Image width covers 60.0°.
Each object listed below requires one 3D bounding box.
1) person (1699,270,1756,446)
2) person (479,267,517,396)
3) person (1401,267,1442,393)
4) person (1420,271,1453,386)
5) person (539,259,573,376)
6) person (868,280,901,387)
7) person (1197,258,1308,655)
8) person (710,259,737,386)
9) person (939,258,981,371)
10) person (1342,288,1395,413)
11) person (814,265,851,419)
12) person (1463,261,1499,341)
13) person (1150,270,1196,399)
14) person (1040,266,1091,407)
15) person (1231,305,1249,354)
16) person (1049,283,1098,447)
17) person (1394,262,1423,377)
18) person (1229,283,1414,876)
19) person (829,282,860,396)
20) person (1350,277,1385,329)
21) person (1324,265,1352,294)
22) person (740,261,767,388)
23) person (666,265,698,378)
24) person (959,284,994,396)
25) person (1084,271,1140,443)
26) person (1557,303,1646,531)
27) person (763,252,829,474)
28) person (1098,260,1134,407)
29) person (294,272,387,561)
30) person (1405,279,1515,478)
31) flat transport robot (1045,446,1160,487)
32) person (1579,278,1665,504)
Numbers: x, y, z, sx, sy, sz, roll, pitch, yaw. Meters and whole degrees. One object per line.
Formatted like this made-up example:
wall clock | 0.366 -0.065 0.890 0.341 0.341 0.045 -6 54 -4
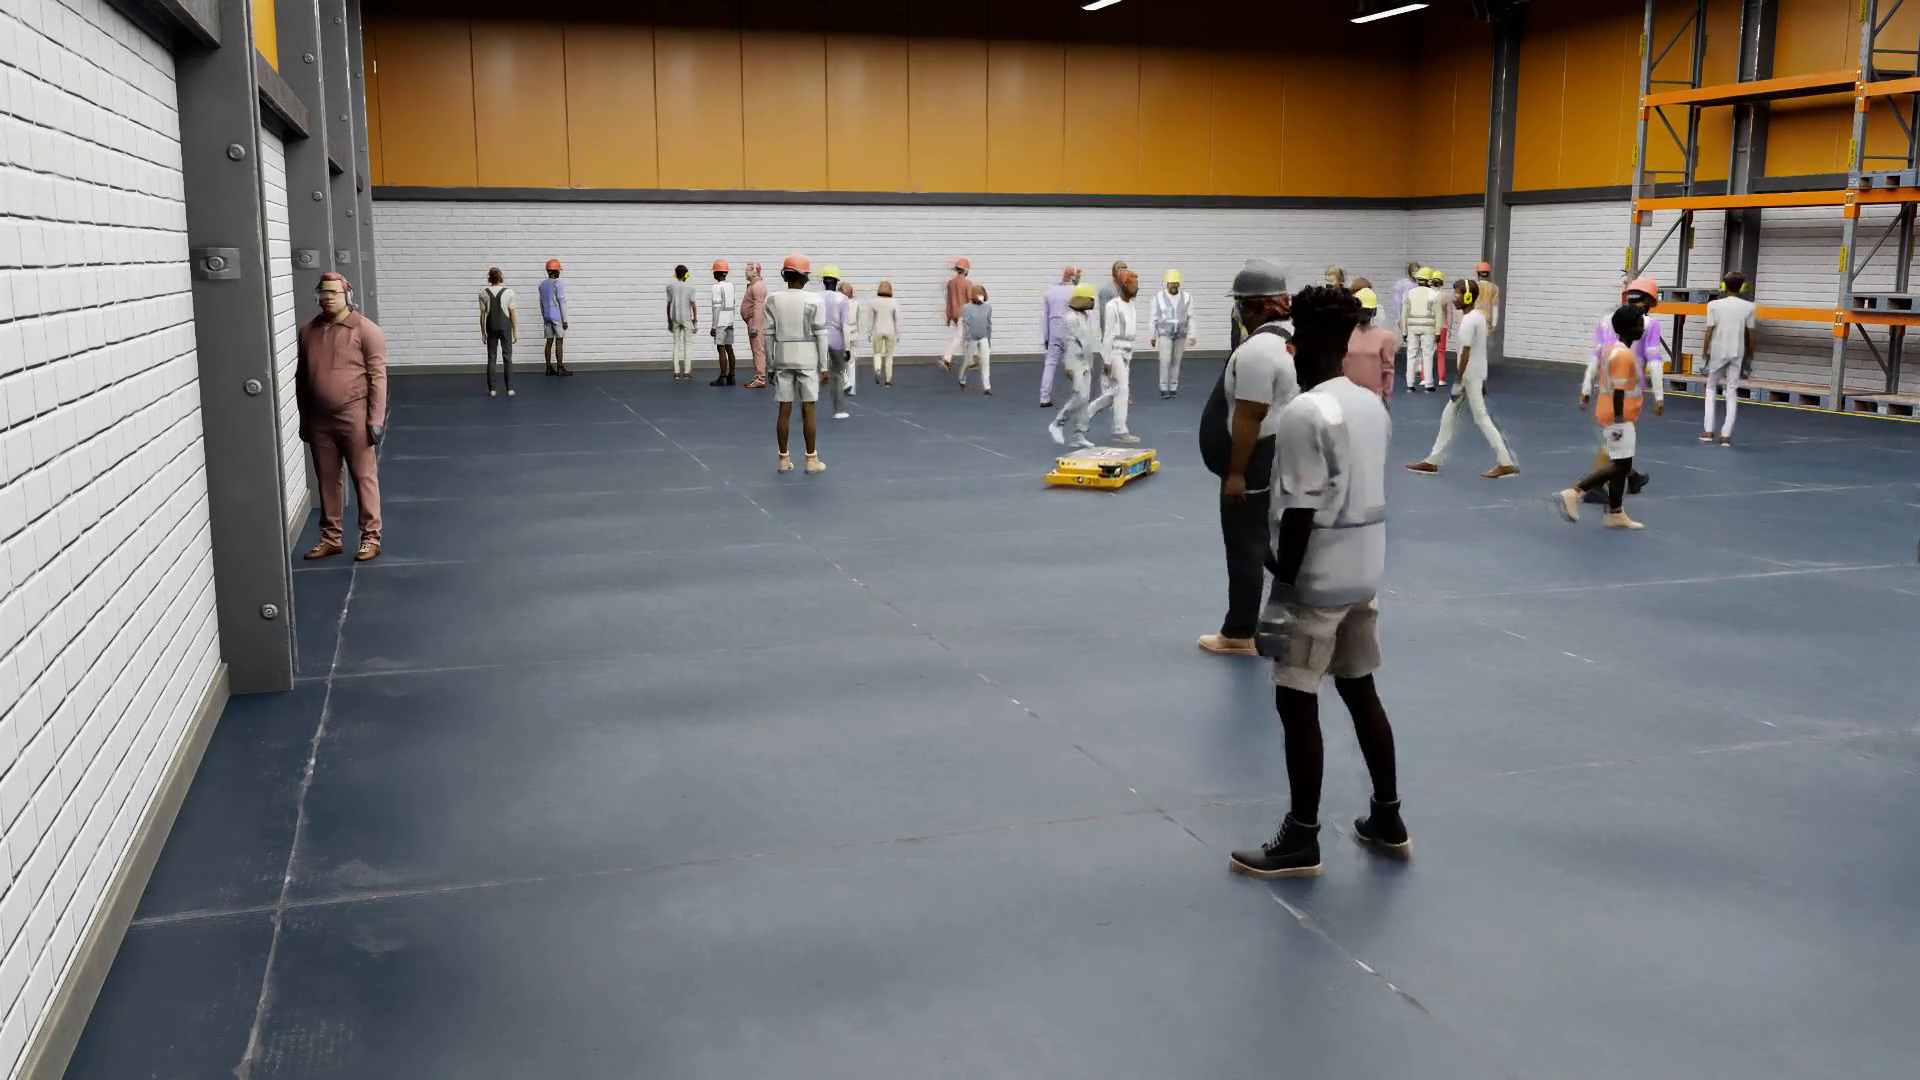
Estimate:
person | 8.194 -1.948 17.806 0.568 1.842 0.783 2 10 13
person | -6.612 -2.978 23.832 0.503 1.838 0.340 -1 10 -7
person | 6.751 -3.062 24.308 0.591 1.834 0.404 7 12 34
person | 7.287 -3.243 25.552 0.533 1.767 0.326 2 10 14
person | -6.716 -3.681 27.594 0.545 1.938 0.359 6 12 32
person | -1.153 -3.137 25.338 0.518 1.622 0.415 0 10 2
person | 1.522 -0.416 8.390 0.635 2.000 0.688 5 11 25
person | -3.653 -3.328 25.538 0.350 1.942 0.545 4 11 24
person | -0.015 -3.918 28.926 0.987 1.961 0.626 -8 13 -40
person | 3.329 -1.213 13.809 0.543 1.751 0.480 3 10 16
person | -1.635 -2.400 20.294 0.589 1.902 0.774 4 11 22
person | 8.448 -3.555 26.944 0.539 1.911 0.788 0 10 1
person | 2.998 -2.860 23.238 0.608 1.796 0.799 -1 10 -7
person | 1.436 -2.691 22.098 0.845 1.855 0.714 -10 14 -44
person | 3.353 -2.062 18.702 0.669 1.778 1.001 5 11 27
person | 1.244 -1.829 17.462 0.413 1.725 0.502 5 11 29
person | 7.431 -3.661 27.610 0.632 1.902 0.984 -3 10 -18
person | 1.251 0.137 5.483 0.497 1.942 0.765 8 13 40
person | -1.642 -2.861 23.744 0.381 1.623 0.537 9 13 42
person | 3.941 -1.717 16.625 0.769 1.800 0.664 -7 12 -35
person | 4.137 -2.022 18.049 0.621 1.916 0.626 -7 12 -36
person | -3.127 -3.261 25.237 0.407 1.913 0.641 -2 10 -9
person | -4.526 -3.554 27.115 0.522 1.850 0.378 1 10 5
person | 0.215 -2.894 24.006 0.503 1.601 0.814 -4 11 -23
person | 1.636 -1.994 18.096 0.746 1.860 0.577 6 12 32
person | 4.744 -0.888 12.173 0.536 1.685 0.540 3 10 18
person | -1.506 -1.630 15.412 0.614 2.043 0.374 2 10 13
person | 2.100 -2.752 22.209 0.635 1.937 0.352 -9 13 -42
person | -4.130 -0.812 11.058 0.644 1.913 0.408 2 10 12
person | 4.631 -1.462 15.159 0.992 1.803 0.533 4 10 21
flat transport robot | 1.307 -0.676 15.017 0.652 0.197 1.431 4 11 21
person | 5.527 -1.247 13.778 0.945 1.870 0.626 -6 11 -30
